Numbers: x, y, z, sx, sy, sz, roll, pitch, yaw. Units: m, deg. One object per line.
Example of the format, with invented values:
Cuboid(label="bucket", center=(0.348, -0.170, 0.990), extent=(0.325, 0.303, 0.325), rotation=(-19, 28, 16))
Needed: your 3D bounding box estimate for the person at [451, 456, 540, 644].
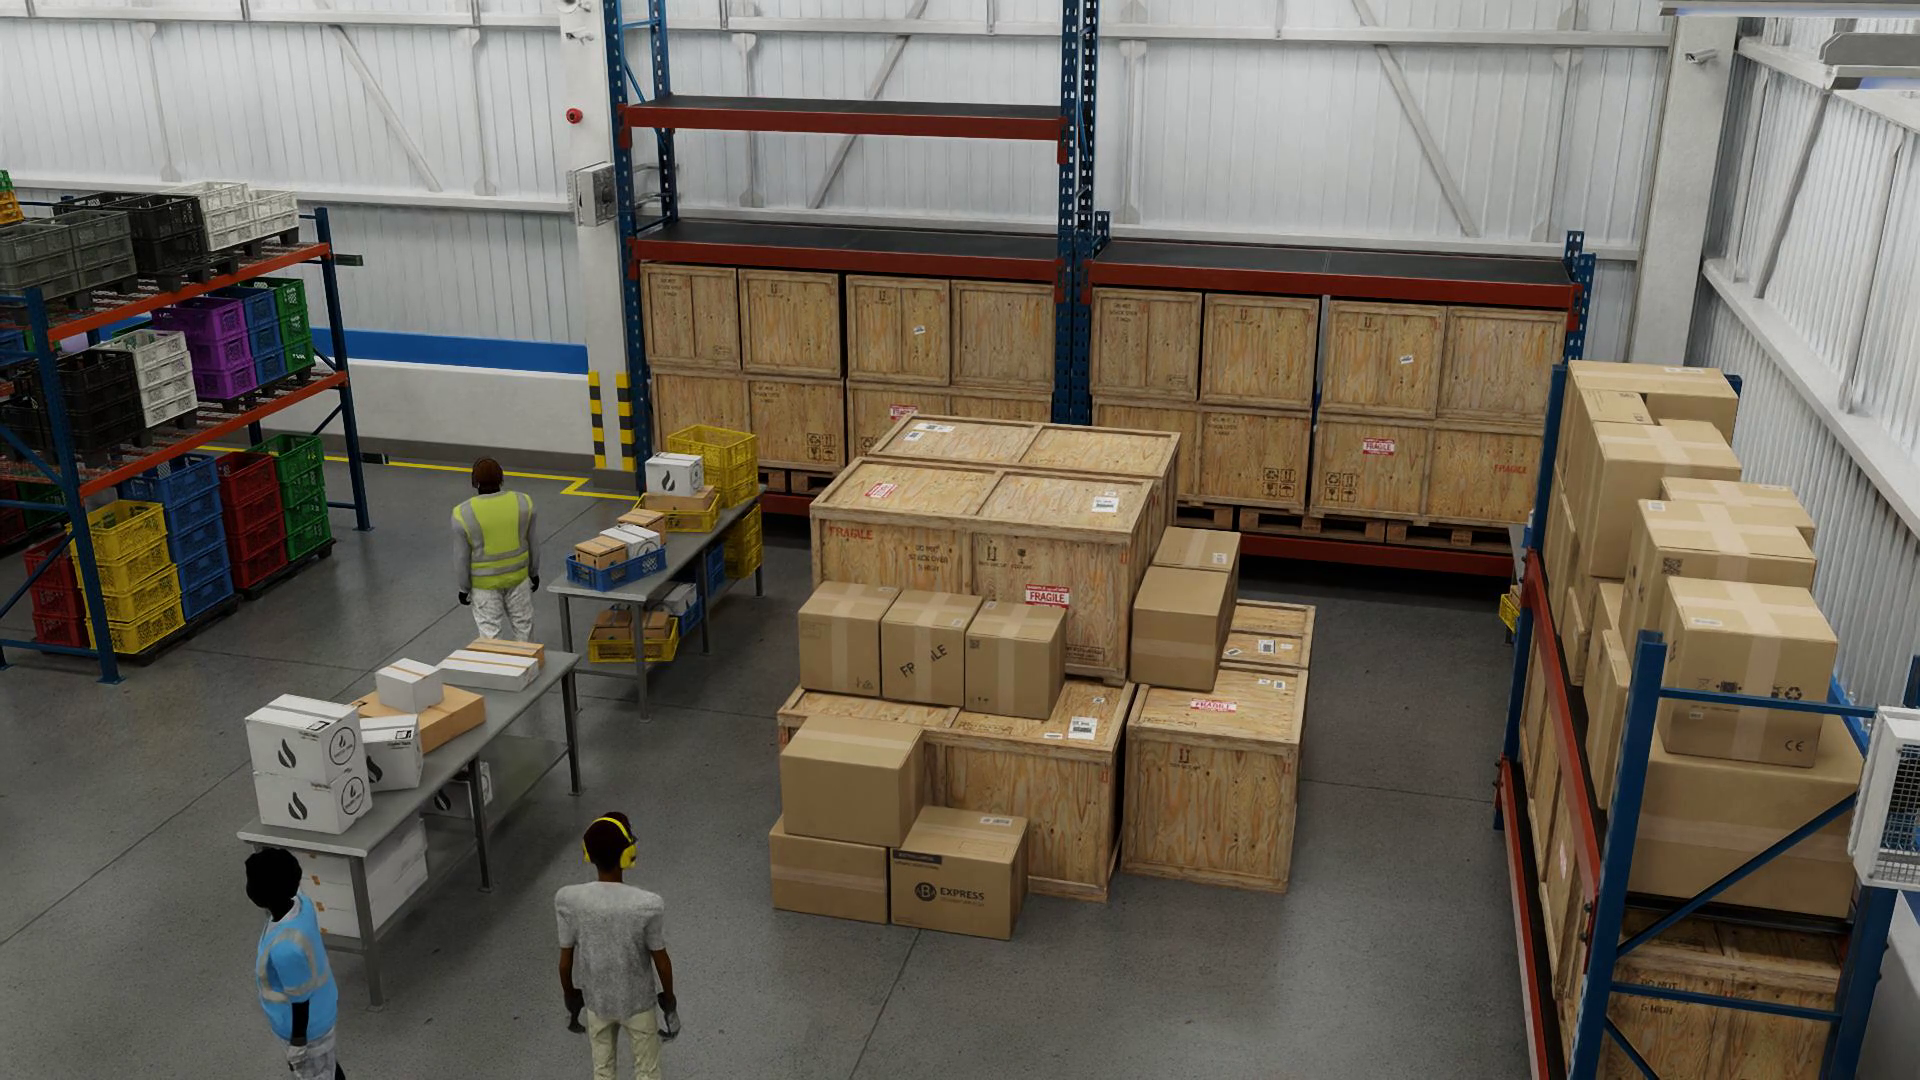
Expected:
Cuboid(label="person", center=(-3.358, 0.278, 12.096), extent=(0.633, 1.843, 0.429), rotation=(-14, 25, -32))

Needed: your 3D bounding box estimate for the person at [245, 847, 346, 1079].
Cuboid(label="person", center=(-2.948, 2.130, 7.448), extent=(0.319, 1.695, 0.538), rotation=(-6, 22, -16))

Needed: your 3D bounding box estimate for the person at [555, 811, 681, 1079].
Cuboid(label="person", center=(-1.507, 2.065, 7.390), extent=(0.533, 1.864, 0.311), rotation=(2, 21, 5))

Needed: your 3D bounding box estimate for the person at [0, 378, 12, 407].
Cuboid(label="person", center=(-10.507, -1.969, 17.969), extent=(0.413, 1.844, 0.636), rotation=(12, 24, 29))

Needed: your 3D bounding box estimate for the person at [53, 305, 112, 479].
Cuboid(label="person", center=(-8.752, -1.452, 16.488), extent=(0.354, 1.937, 0.635), rotation=(2, 21, 6))
